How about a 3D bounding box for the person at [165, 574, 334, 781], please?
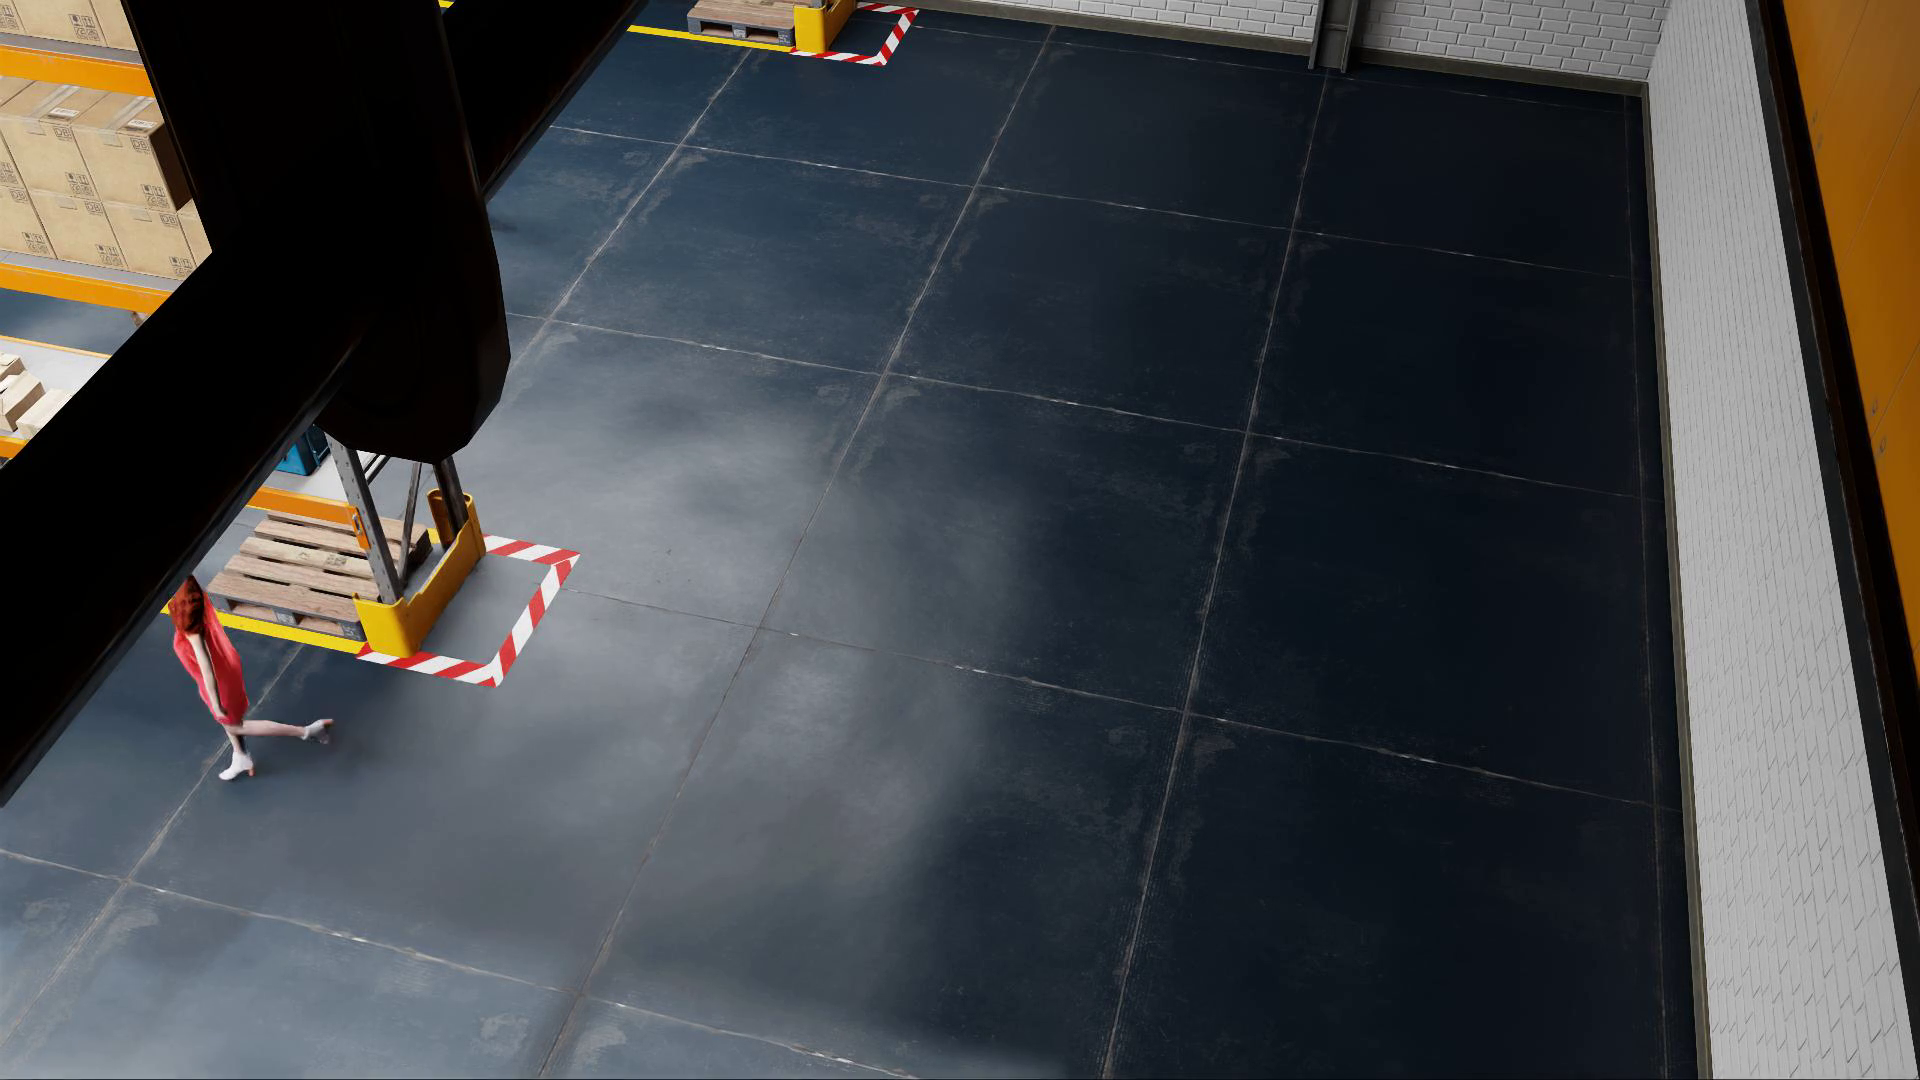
[{"bbox_3d":[-4.386,0.834,10.090,1.096,1.807,0.952,-13,45,-14],"label":"person"}]
